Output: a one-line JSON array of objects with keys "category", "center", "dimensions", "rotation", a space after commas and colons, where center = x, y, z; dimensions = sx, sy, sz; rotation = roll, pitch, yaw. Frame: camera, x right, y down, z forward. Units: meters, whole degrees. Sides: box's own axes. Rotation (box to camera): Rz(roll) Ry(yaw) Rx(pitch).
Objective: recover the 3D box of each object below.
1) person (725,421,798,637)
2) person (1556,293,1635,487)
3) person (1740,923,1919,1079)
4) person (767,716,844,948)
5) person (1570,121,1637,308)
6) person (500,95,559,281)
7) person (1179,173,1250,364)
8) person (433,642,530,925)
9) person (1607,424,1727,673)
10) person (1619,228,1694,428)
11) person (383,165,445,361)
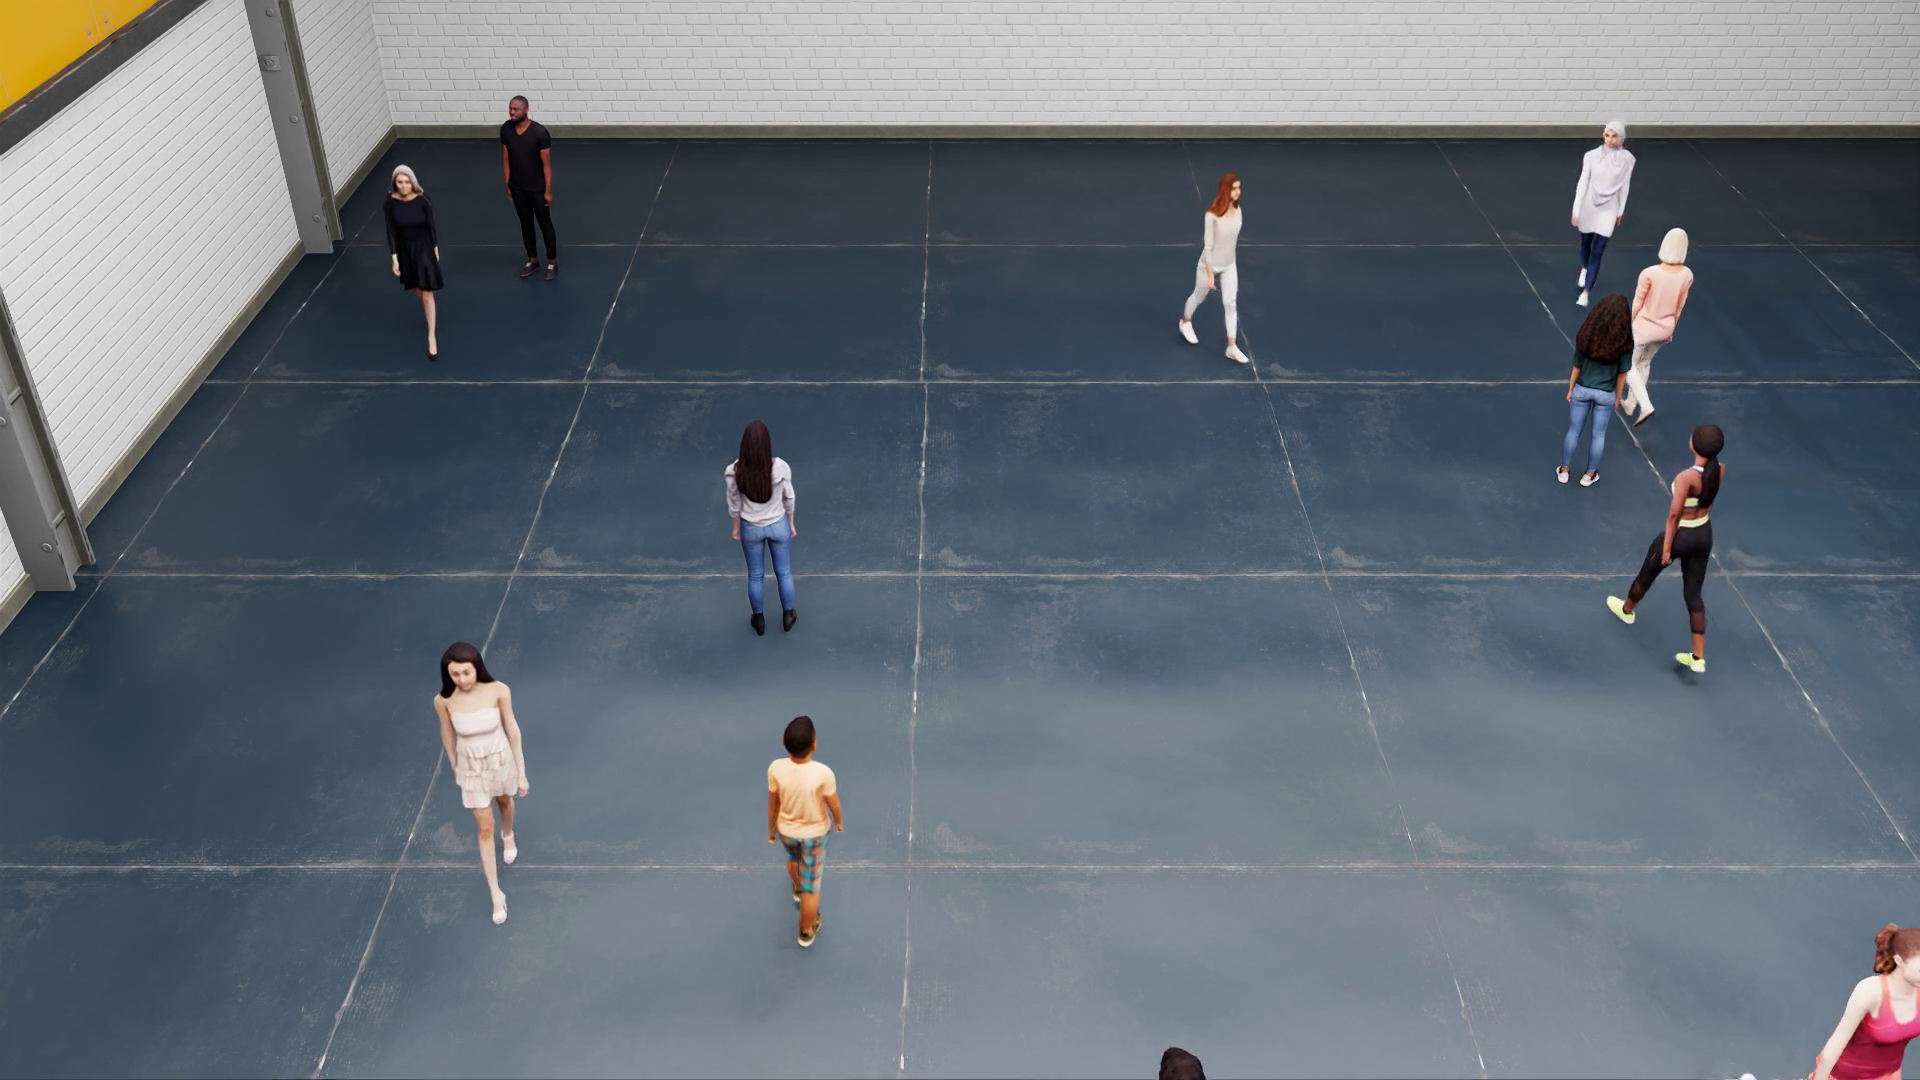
[{"category": "person", "center": [-1.324, -0.076, 11.294], "dimensions": [0.637, 1.633, 0.565], "rotation": [-5, 34, -8]}, {"category": "person", "center": [4.947, -1.169, 12.953], "dimensions": [0.698, 1.617, 0.726], "rotation": [15, 37, 22]}, {"category": "person", "center": [4.018, 2.352, 7.547], "dimensions": [0.727, 1.738, 1.034], "rotation": [-9, 35, -13]}, {"category": "person", "center": [-0.858, 1.604, 8.937], "dimensions": [0.610, 1.445, 0.812], "rotation": [5, 34, 7]}, {"category": "person", "center": [6.062, -3.136, 15.816], "dimensions": [0.913, 1.723, 1.230], "rotation": [12, 35, 18]}, {"category": "person", "center": [-4.179, -3.440, 16.187], "dimensions": [0.720, 1.819, 0.650], "rotation": [8, 34, 12]}, {"category": "person", "center": [2.227, -2.453, 14.849], "dimensions": [0.930, 1.658, 1.167], "rotation": [-17, 37, -24]}, {"category": "person", "center": [-2.617, 1.221, 9.285], "dimensions": [0.746, 1.698, 1.045], "rotation": [-9, 35, -13]}, {"category": "person", "center": [4.858, 0.076, 10.998], "dimensions": [0.797, 1.707, 1.225], "rotation": [-9, 35, -13]}, {"category": "person", "center": [5.712, -1.702, 13.676], "dimensions": [0.656, 1.705, 0.910], "rotation": [-4, 34, -6]}, {"category": "person", "center": [-4.893, -2.552, 14.956], "dimensions": [0.701, 1.704, 1.198], "rotation": [-5, 34, -8]}]
